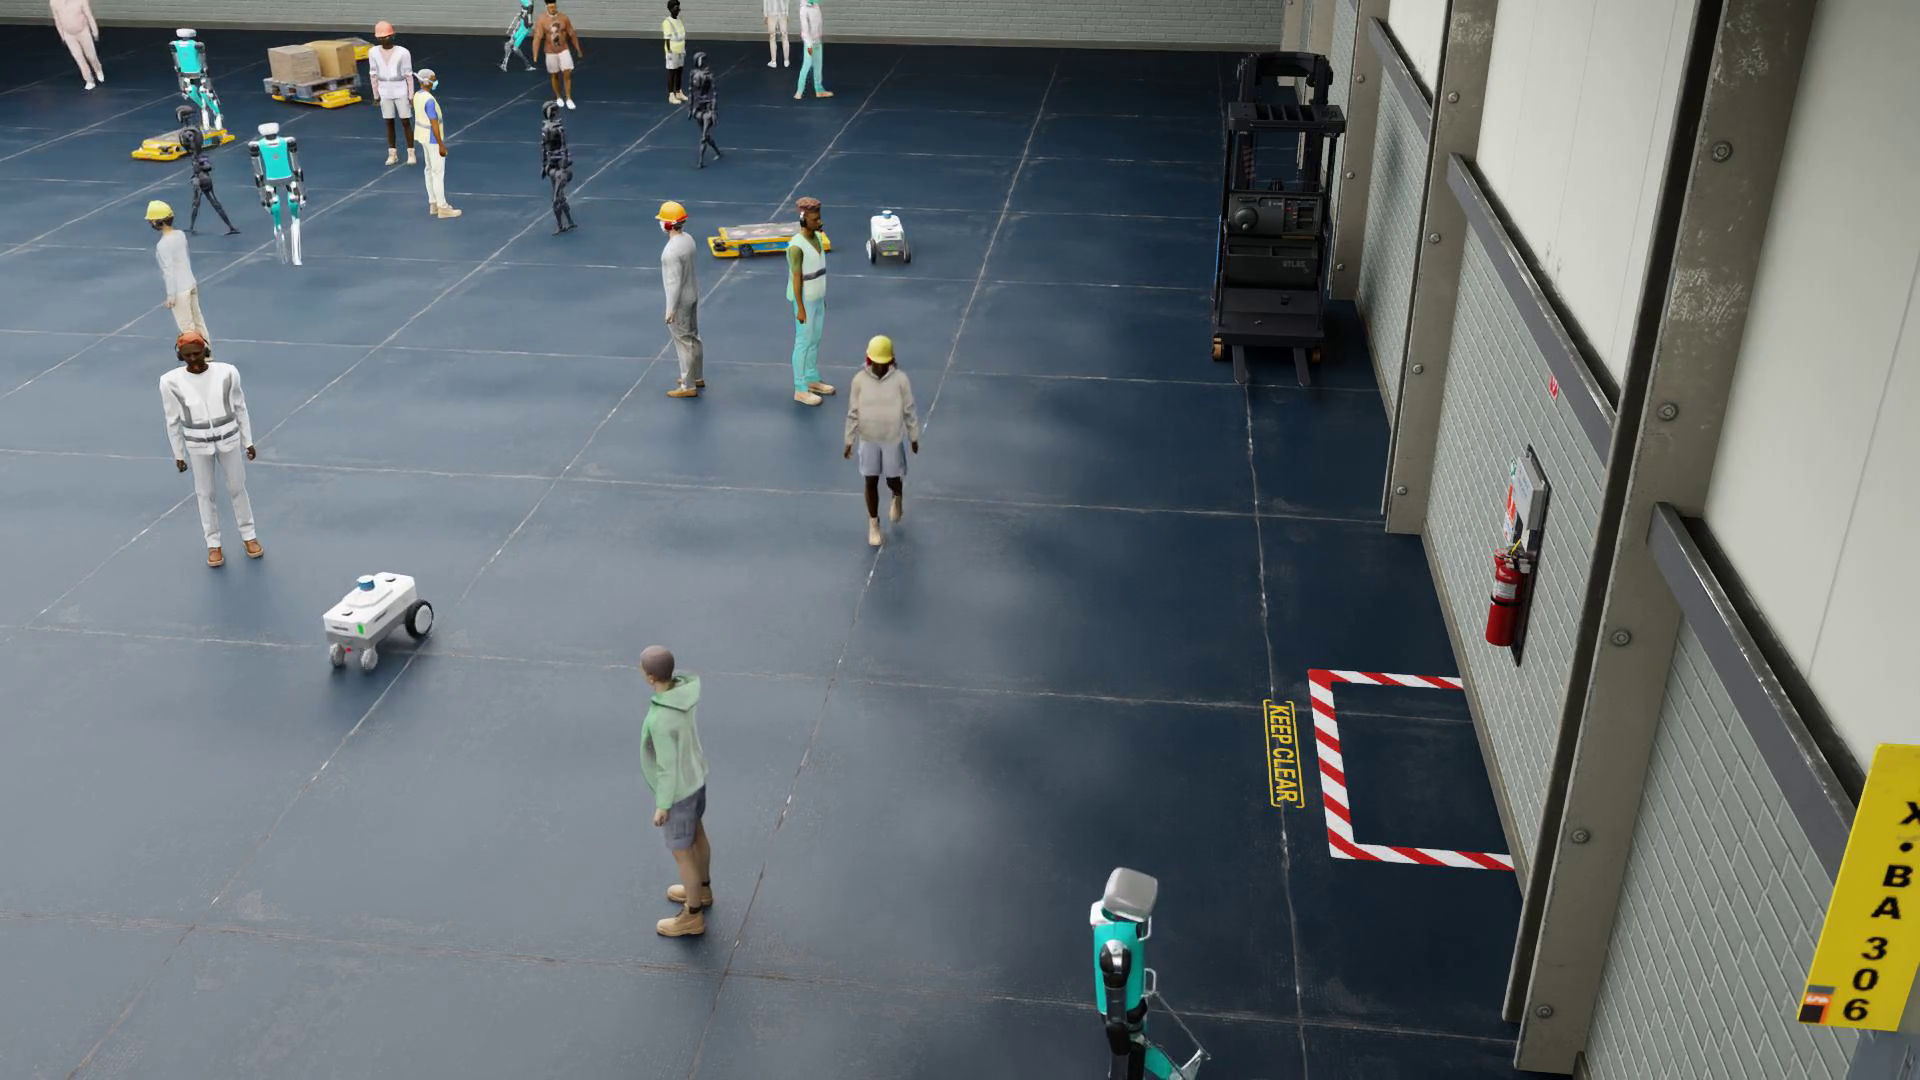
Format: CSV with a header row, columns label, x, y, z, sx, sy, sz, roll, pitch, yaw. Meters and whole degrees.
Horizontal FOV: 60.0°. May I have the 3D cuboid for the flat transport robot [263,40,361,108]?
label,x,y,z,sx,sy,sz,roll,pitch,yaw
flat transport robot,-10.911,-7.552,28.216,1.431,0.231,0.659,15,30,27

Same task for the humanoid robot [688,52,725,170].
label,x,y,z,sx,sy,sz,roll,pitch,yaw
humanoid robot,-3.701,-6.249,24.107,0.609,1.630,0.809,19,32,33

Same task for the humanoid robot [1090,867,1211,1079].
label,x,y,z,sx,sy,sz,roll,pitch,yaw
humanoid robot,0.960,2.214,7.165,0.841,1.849,0.562,4,27,7

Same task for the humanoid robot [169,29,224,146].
label,x,y,z,sx,sy,sz,roll,pitch,yaw
humanoid robot,-11.462,-6.863,25.173,0.537,1.772,0.678,3,27,6

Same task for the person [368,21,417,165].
label,x,y,z,sx,sy,sz,roll,pitch,yaw
person,-8.180,-6.439,24.015,0.605,2.045,0.376,-1,27,-2

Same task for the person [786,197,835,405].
label,x,y,z,sx,sy,sz,roll,pitch,yaw
person,-1.443,-2.283,15.791,0.384,1.977,0.488,10,28,20

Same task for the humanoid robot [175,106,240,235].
label,x,y,z,sx,sy,sz,roll,pitch,yaw
humanoid robot,-9.540,-4.591,20.767,0.743,1.630,0.602,-12,29,-22

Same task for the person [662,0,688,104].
label,x,y,z,sx,sy,sz,roll,pitch,yaw
person,-4.772,-8.211,27.930,0.320,1.698,0.536,11,29,20

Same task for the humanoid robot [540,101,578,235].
label,x,y,z,sx,sy,sz,roll,pitch,yaw
humanoid robot,-5.103,-4.698,20.951,0.585,1.642,0.510,24,35,39

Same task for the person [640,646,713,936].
label,x,y,z,sx,sy,sz,roll,pitch,yaw
person,-1.508,1.329,8.843,0.332,1.739,0.471,3,27,6

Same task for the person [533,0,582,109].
label,x,y,z,sx,sy,sz,roll,pitch,yaw
person,-6.641,-8.050,27.462,0.820,1.825,0.789,-9,28,-18

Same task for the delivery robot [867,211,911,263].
label,x,y,z,sx,sy,sz,roll,pitch,yaw
delivery robot,-0.886,-3.686,20.169,0.525,0.587,0.754,-4,27,-7

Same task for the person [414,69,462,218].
label,x,y,z,sx,sy,sz,roll,pitch,yaw
person,-6.852,-5.143,21.598,0.398,1.892,0.533,-18,32,-32

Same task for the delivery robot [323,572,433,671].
label,x,y,z,sx,sy,sz,roll,pitch,yaw
delivery robot,-4.152,0.533,11.745,0.499,0.585,0.765,8,28,15

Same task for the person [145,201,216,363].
label,x,y,z,sx,sy,sz,roll,pitch,yaw
person,-7.722,-2.471,16.410,0.346,1.759,0.536,-1,27,-1

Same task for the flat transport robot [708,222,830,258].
label,x,y,z,sx,sy,sz,roll,pitch,yaw
flat transport robot,-2.365,-3.714,20.553,1.431,0.231,0.659,-6,27,-13

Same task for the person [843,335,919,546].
label,x,y,z,sx,sy,sz,roll,pitch,yaw
person,-0.619,-0.811,13.105,0.578,1.743,0.470,1,27,2

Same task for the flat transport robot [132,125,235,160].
label,x,y,z,sx,sy,sz,roll,pitch,yaw
flat transport robot,-11.725,-6.002,25.121,0.659,0.231,1.431,9,28,17

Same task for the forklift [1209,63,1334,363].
label,x,y,z,sx,sy,sz,roll,pitch,yaw
forklift,3.241,-3.477,17.183,1.129,2.768,1.873,3,27,6

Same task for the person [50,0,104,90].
label,x,y,z,sx,sy,sz,roll,pitch,yaw
person,-15.378,-8.833,28.983,0.655,1.876,0.555,-5,27,-11

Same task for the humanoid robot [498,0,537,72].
label,x,y,z,sx,sy,sz,roll,pitch,yaw
humanoid robot,-8.135,-9.393,30.325,0.938,1.811,0.555,-14,30,-26

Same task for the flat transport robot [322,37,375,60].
label,x,y,z,sx,sy,sz,roll,pitch,yaw
flat transport robot,-11.728,-9.450,32.005,0.659,0.231,1.431,-18,32,-32

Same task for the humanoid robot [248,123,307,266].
label,x,y,z,sx,sy,sz,roll,pitch,yaw
humanoid robot,-8.010,-4.020,19.644,0.542,1.884,0.750,-13,29,-24

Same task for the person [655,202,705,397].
label,x,y,z,sx,sy,sz,roll,pitch,yaw
person,-2.682,-2.297,15.911,0.362,1.894,0.587,5,27,10

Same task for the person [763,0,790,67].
label,x,y,z,sx,sy,sz,roll,pitch,yaw
person,-3.380,-9.693,30.698,0.495,1.876,0.402,-9,28,-17

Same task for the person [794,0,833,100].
label,x,y,z,sx,sy,sz,roll,pitch,yaw
person,-2.546,-8.412,28.143,0.421,1.880,0.711,12,29,23

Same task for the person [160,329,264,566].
label,x,y,z,sx,sy,sz,roll,pitch,yaw
person,-5.726,-0.714,12.767,0.586,1.883,0.348,-14,30,-26
